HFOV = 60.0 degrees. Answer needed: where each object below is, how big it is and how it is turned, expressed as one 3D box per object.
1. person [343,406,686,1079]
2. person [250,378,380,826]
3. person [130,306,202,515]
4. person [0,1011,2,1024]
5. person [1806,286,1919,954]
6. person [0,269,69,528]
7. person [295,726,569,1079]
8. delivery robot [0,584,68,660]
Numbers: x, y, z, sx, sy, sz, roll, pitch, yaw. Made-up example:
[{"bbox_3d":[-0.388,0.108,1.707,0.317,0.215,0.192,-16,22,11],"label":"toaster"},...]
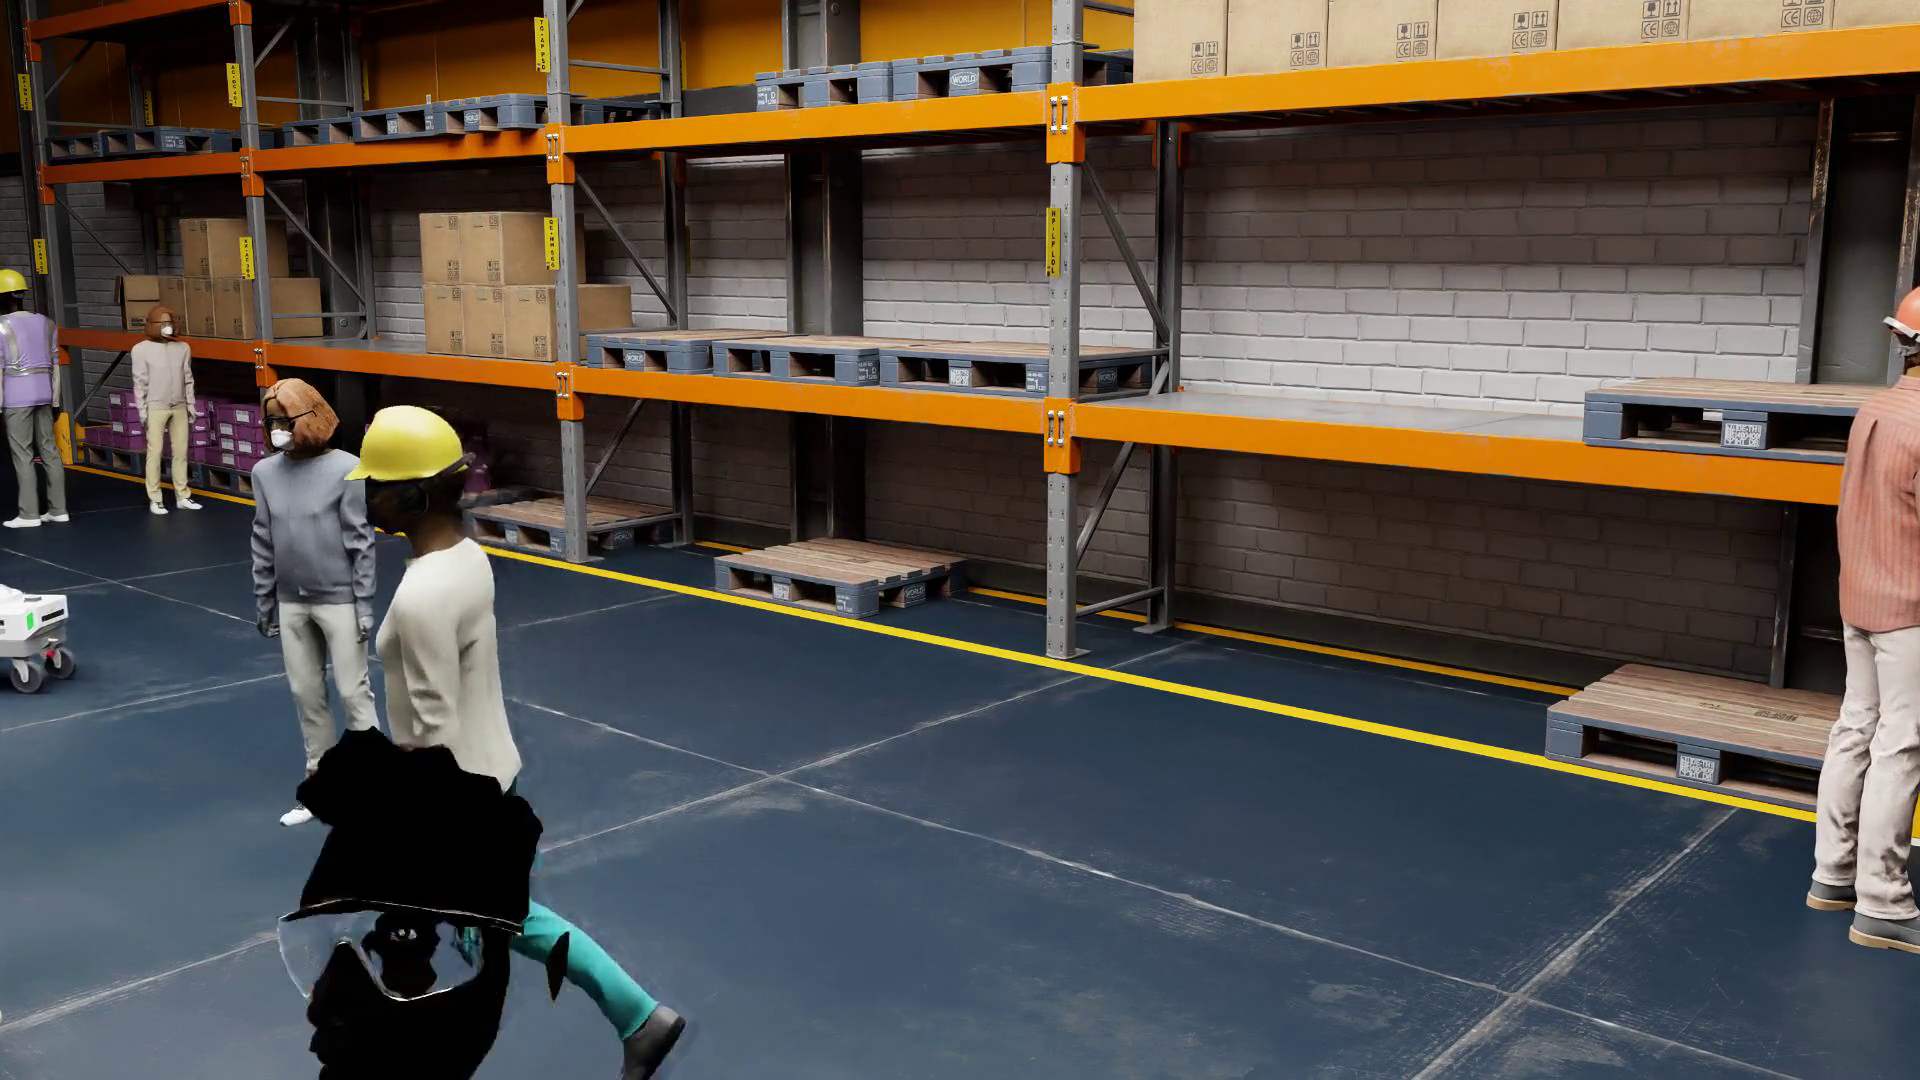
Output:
[{"bbox_3d":[-1.083,0.552,3.829,0.805,1.737,0.530,-1,10,-3],"label":"person"},{"bbox_3d":[-2.300,0.234,5.935,0.510,1.622,0.295,3,10,17],"label":"person"},{"bbox_3d":[-6.229,-1.015,13.044,0.284,1.626,0.492,6,12,31],"label":"person"},{"bbox_3d":[-2.733,0.366,4.124,0.612,1.997,0.375,-8,13,-37],"label":"person"},{"bbox_3d":[2.837,0.218,4.968,0.390,1.992,0.624,1,10,5],"label":"person"},{"bbox_3d":[-6.986,-1.049,12.410,0.401,1.919,0.588,4,11,20],"label":"person"},{"bbox_3d":[-0.201,1.013,0.949,0.824,1.834,0.559,7,12,35],"label":"person"},{"bbox_3d":[-4.627,0.381,7.870,0.707,0.478,0.477,0,10,2],"label":"delivery robot"}]
